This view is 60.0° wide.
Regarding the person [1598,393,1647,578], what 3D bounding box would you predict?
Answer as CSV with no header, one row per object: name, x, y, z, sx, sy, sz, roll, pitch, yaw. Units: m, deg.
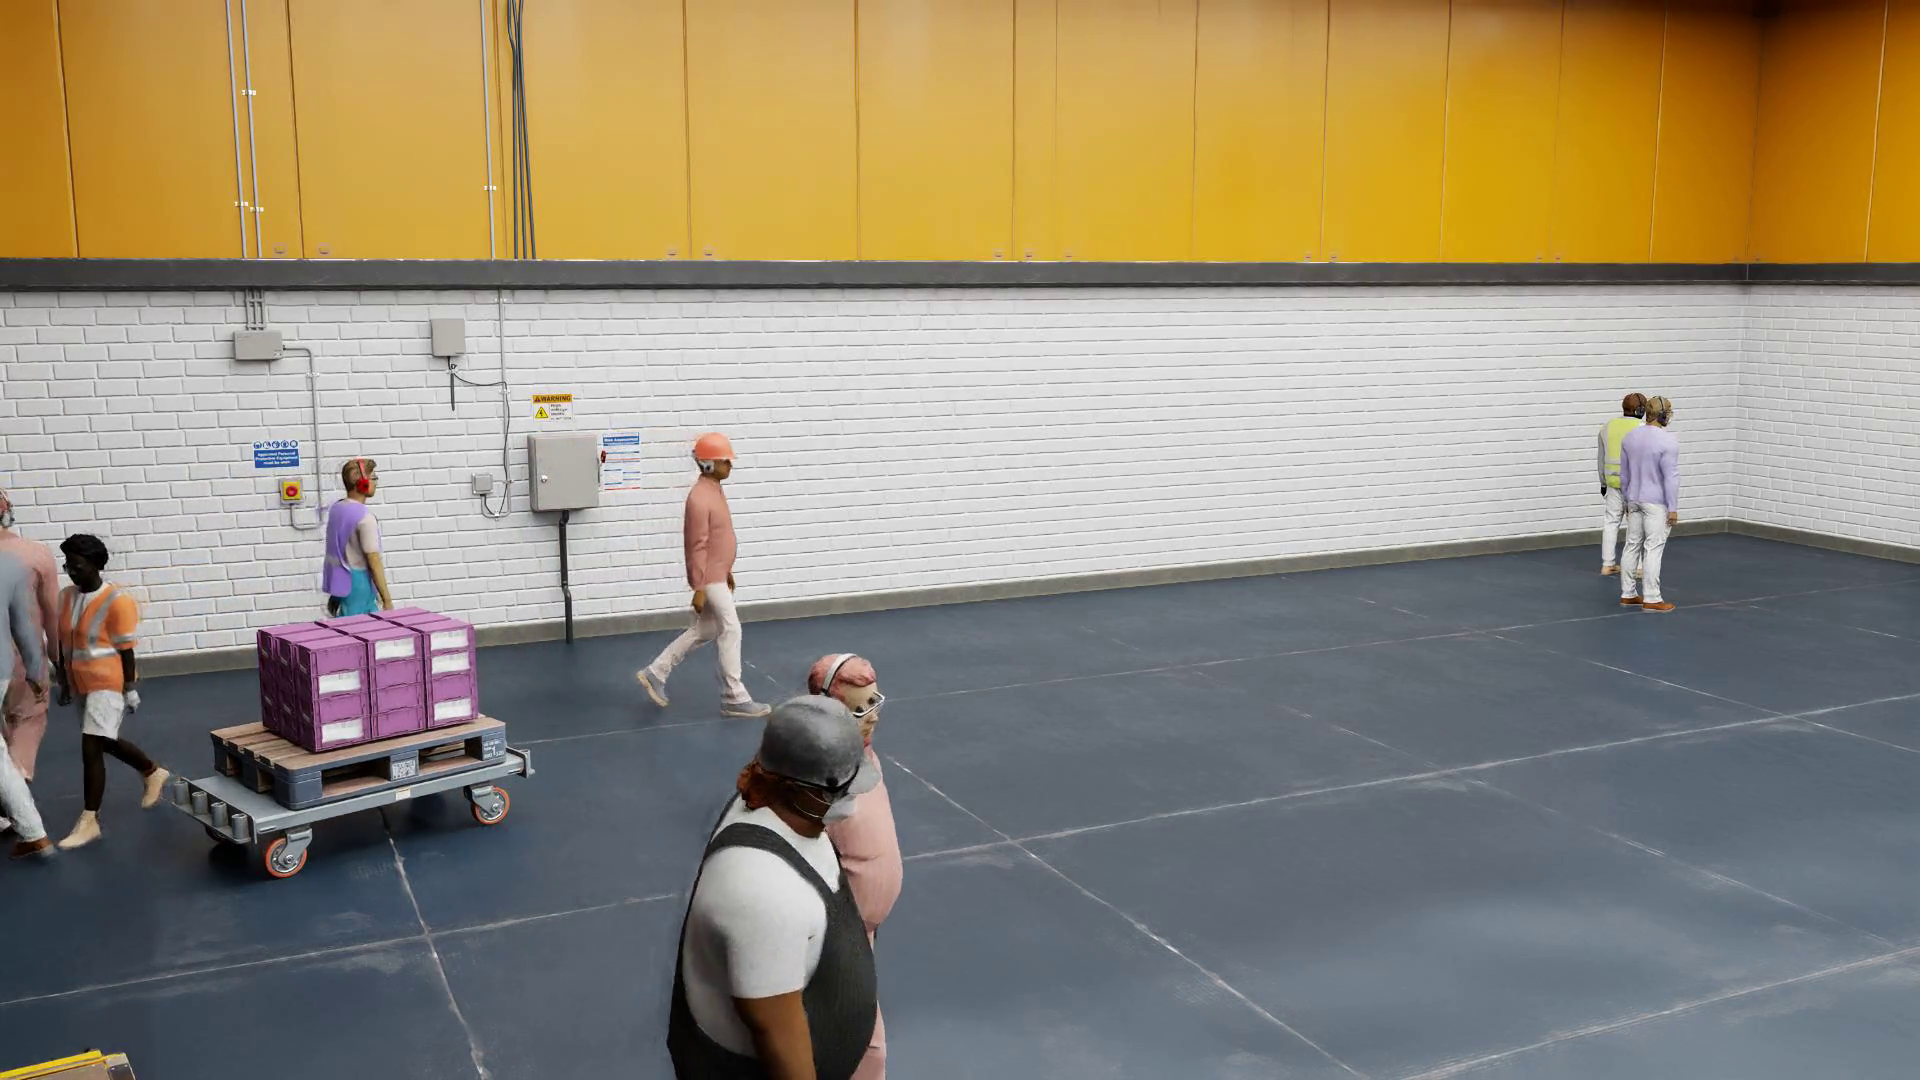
person,6.663,-0.545,16.566,0.429,1.841,0.633,-6,11,-34

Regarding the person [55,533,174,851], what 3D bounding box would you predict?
person,-4.633,0.765,9.028,0.537,1.664,0.798,4,10,26

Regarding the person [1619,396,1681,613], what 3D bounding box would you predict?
person,6.173,-0.321,14.874,0.359,1.938,0.635,-4,10,-21

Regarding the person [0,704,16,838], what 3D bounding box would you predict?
person,-5.431,0.677,8.988,0.662,1.847,1.051,-5,11,-30

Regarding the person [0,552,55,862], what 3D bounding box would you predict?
person,-5.105,0.731,8.586,1.015,1.878,0.652,4,10,24

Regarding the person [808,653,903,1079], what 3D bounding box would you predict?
person,-0.489,1.255,5.341,0.757,1.873,0.654,1,9,3

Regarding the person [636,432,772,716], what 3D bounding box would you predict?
person,-1.776,0.235,11.343,0.879,1.971,0.610,0,9,-2

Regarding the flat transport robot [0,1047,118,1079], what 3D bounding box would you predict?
flat transport robot,-3.026,2.028,5.460,0.652,0.197,1.431,-6,11,-33

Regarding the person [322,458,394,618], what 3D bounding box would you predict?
person,-3.979,0.351,11.142,0.994,1.793,0.583,-7,11,-37

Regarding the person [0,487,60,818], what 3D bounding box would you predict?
person,-5.248,0.648,9.090,0.639,1.877,0.835,-2,9,-12
